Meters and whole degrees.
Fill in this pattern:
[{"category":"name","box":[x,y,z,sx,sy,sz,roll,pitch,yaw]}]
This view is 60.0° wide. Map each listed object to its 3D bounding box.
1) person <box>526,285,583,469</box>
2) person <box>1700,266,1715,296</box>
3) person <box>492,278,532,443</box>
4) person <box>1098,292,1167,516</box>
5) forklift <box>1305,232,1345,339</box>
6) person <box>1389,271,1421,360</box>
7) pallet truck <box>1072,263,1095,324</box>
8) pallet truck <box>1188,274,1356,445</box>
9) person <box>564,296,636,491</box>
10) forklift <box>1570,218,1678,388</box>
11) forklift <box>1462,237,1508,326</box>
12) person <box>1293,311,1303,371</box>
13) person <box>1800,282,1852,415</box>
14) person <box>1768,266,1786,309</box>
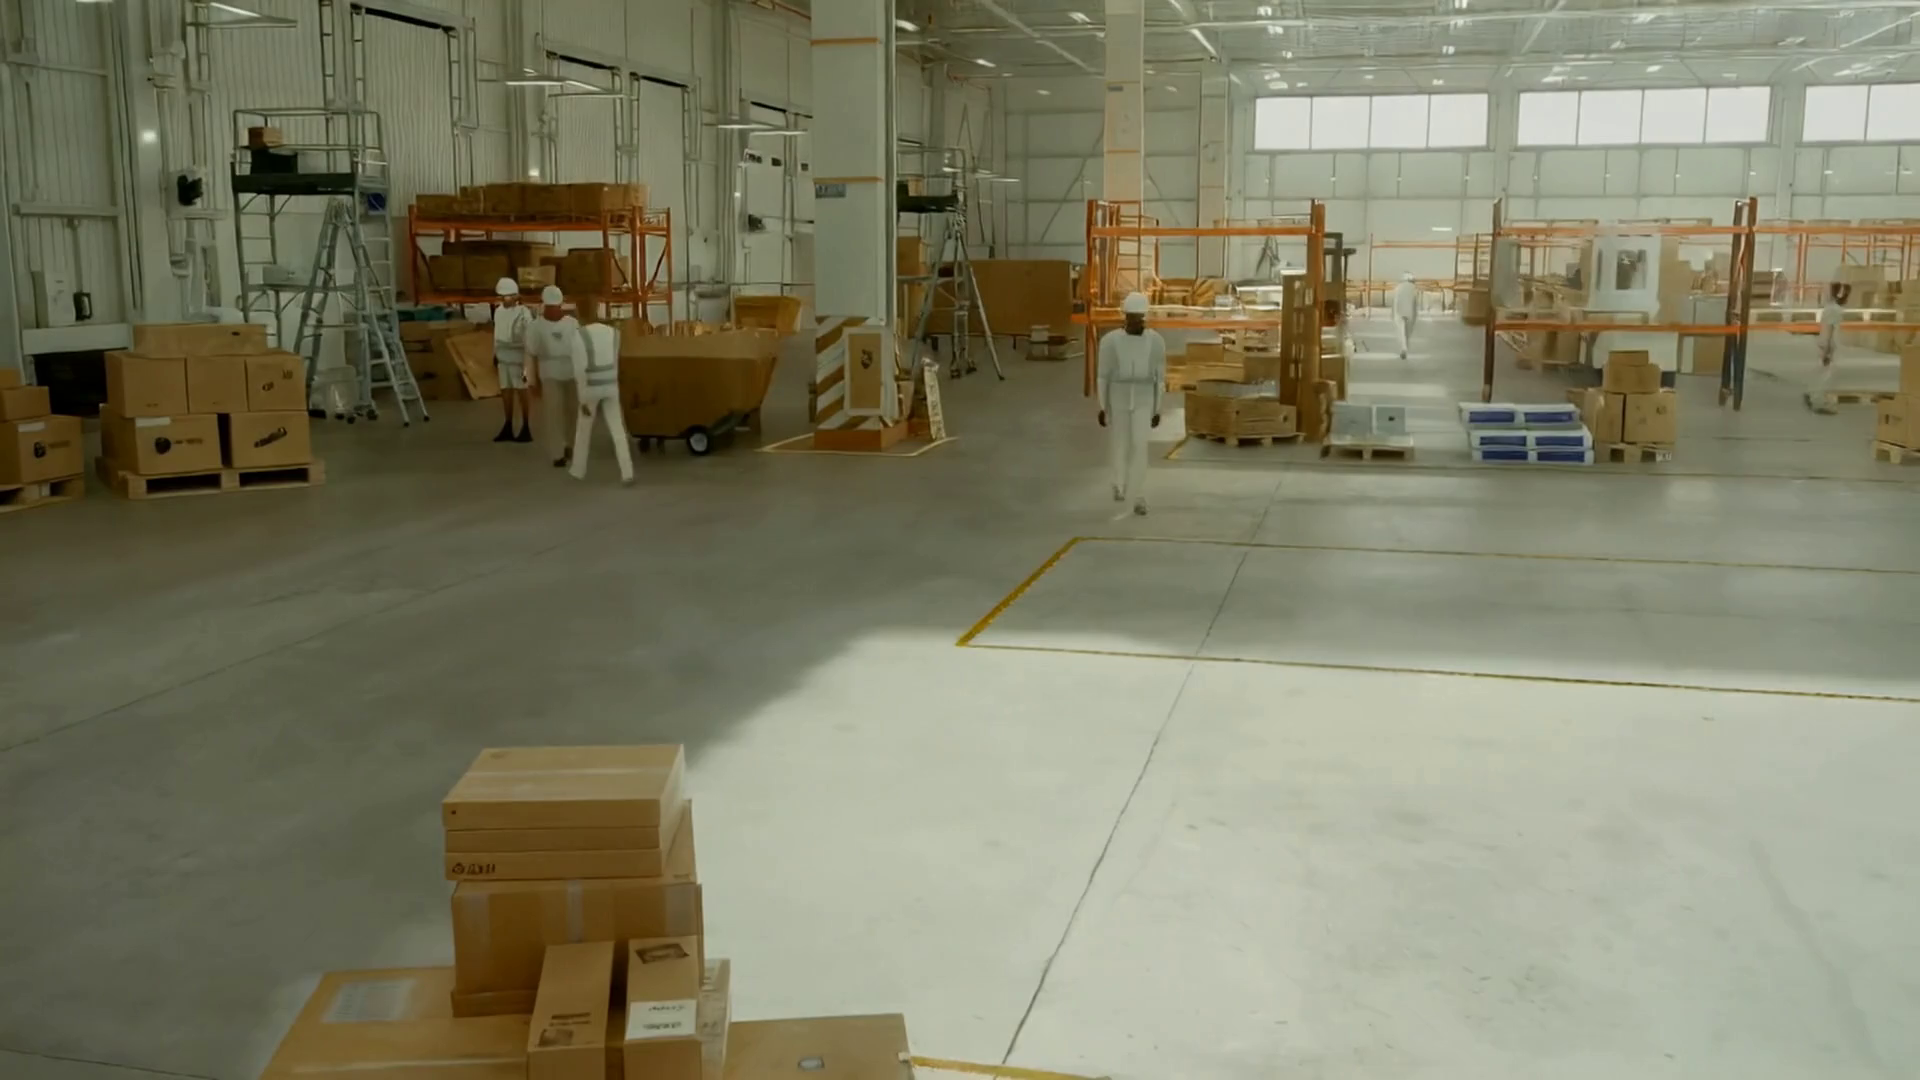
[{"category":"person","box":[-4.222,-1.715,17.393,0.596,1.901,0.773,-4,11,-24]},{"category":"person","box":[22.811,-7.402,50.809,0.363,1.929,0.628,5,11,29]},{"category":"person","box":[-5.291,-2.109,19.596,0.544,1.939,0.354,5,11,27]},{"category":"person","box":[1.485,-1.197,14.380,0.579,1.892,0.961,1,10,4]},{"category":"forklift","box":[9.473,-6.631,43.444,1.129,2.768,1.873,6,12,33]},{"category":"person","box":[9.531,-4.807,35.613,0.627,1.908,0.983,1,10,5]},{"category":"pallet truck","box":[4.325,-8.180,55.162,0.823,1.965,1.885,6,11,31]},{"category":"pallet truck","box":[3.653,-2.138,19.590,1.885,1.965,0.823,-4,10,-20]},{"category":"person","box":[-3.388,-1.366,15.584,1.031,1.828,0.584,9,13,44]},{"category":"forklift","box":[11.264,-4.009,28.009,1.129,2.768,1.873,0,10,0]},{"category":"forklift","box":[16.902,-8.131,52.281,1.873,2.768,1.129,1,10,7]},{"category":"person","box":[6.623,-4.102,31.929,0.321,1.736,0.488,6,11,31]},{"category":"person","box":[11.980,-2.635,22.962,0.452,1.847,0.579,2,10,12]},{"category":"person","box":[25.578,-7.631,52.146,0.407,1.922,0.586,-2,10,-10]}]
